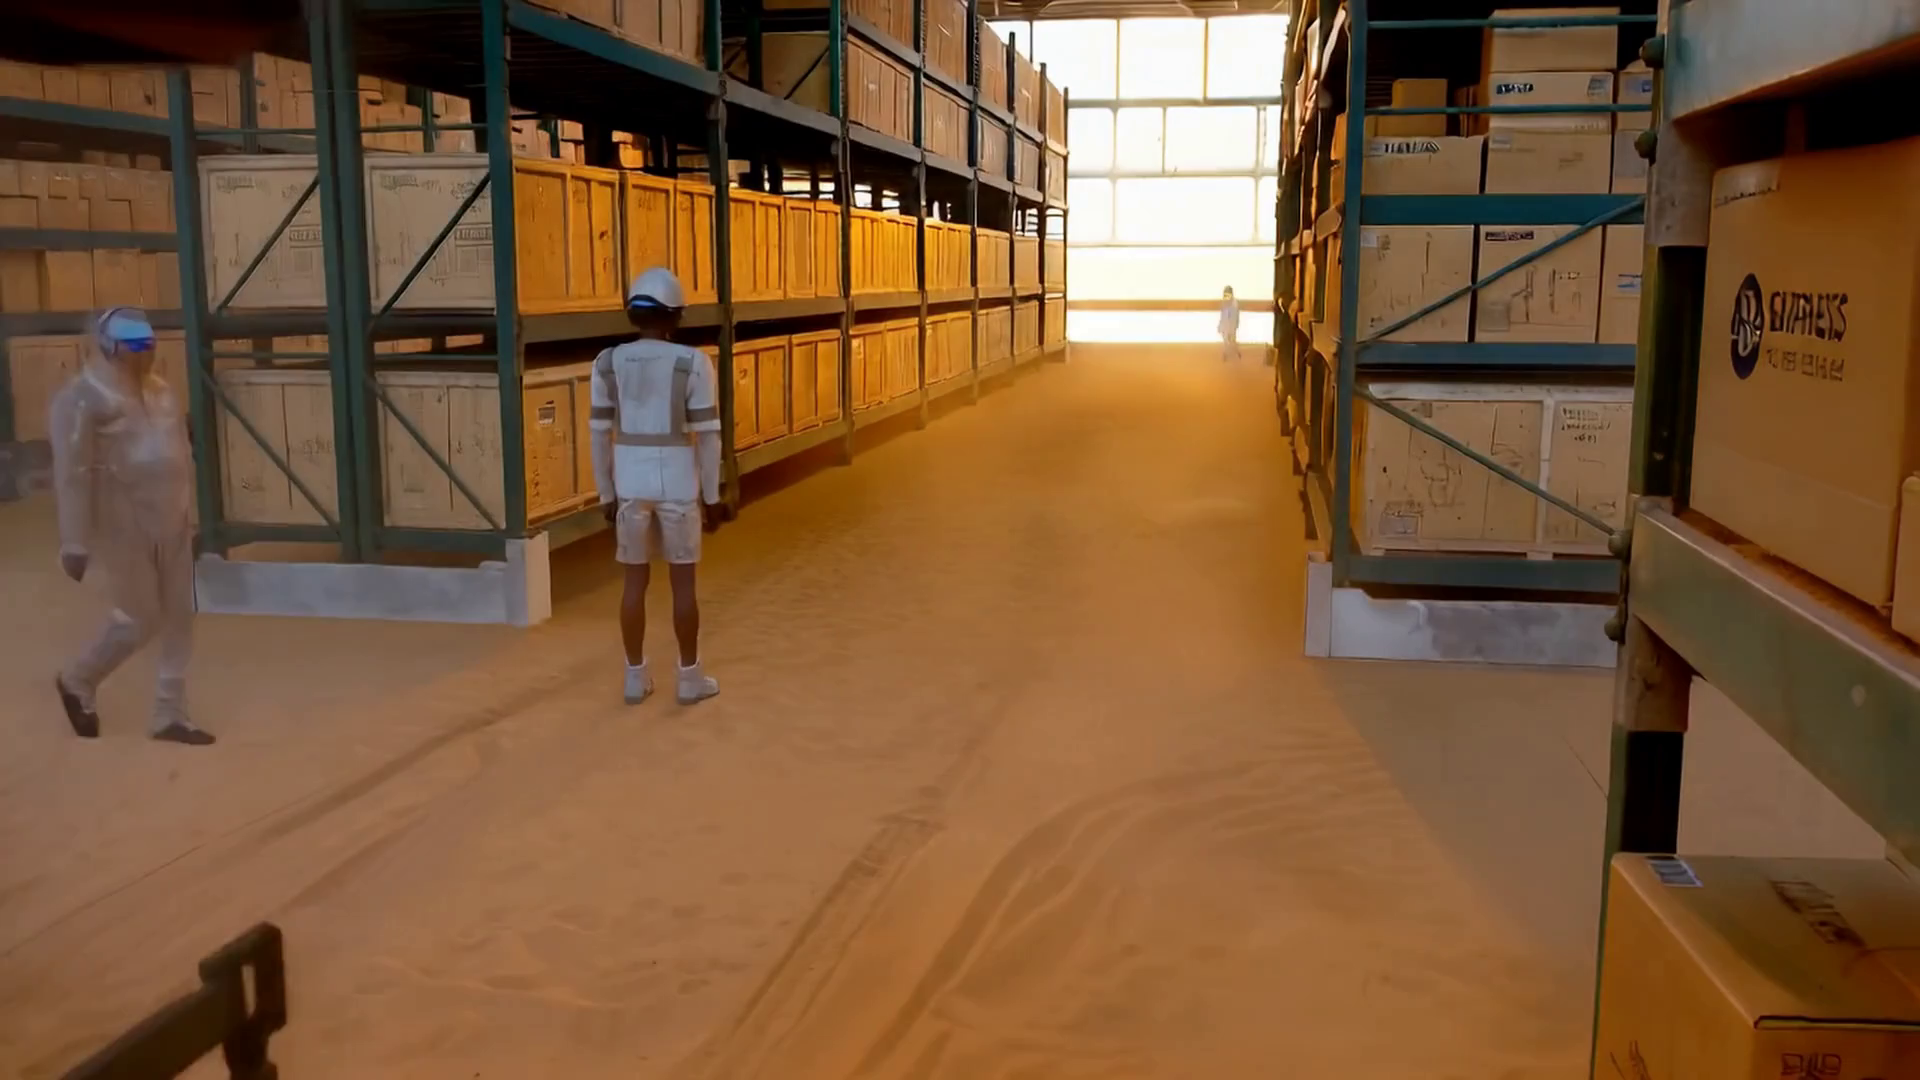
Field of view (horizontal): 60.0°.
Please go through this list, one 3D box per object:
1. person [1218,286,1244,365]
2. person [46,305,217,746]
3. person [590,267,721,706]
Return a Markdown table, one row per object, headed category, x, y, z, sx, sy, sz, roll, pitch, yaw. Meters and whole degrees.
| category | x | y | z | sx | sy | sz | roll | pitch | yaw |
| --- | --- | --- | --- | --- | --- | --- | --- | --- | --- |
| person | 5.938 | -4.696 | 36.431 | 0.541 | 1.721 | 0.485 | -8 | 12 | -41 |
| person | -3.508 | -0.045 | 7.031 | 0.540 | 1.891 | 0.656 | 3 | 10 | 19 |
| person | -1.406 | -0.243 | 7.784 | 0.610 | 2.042 | 0.396 | 2 | 9 | 10 |
